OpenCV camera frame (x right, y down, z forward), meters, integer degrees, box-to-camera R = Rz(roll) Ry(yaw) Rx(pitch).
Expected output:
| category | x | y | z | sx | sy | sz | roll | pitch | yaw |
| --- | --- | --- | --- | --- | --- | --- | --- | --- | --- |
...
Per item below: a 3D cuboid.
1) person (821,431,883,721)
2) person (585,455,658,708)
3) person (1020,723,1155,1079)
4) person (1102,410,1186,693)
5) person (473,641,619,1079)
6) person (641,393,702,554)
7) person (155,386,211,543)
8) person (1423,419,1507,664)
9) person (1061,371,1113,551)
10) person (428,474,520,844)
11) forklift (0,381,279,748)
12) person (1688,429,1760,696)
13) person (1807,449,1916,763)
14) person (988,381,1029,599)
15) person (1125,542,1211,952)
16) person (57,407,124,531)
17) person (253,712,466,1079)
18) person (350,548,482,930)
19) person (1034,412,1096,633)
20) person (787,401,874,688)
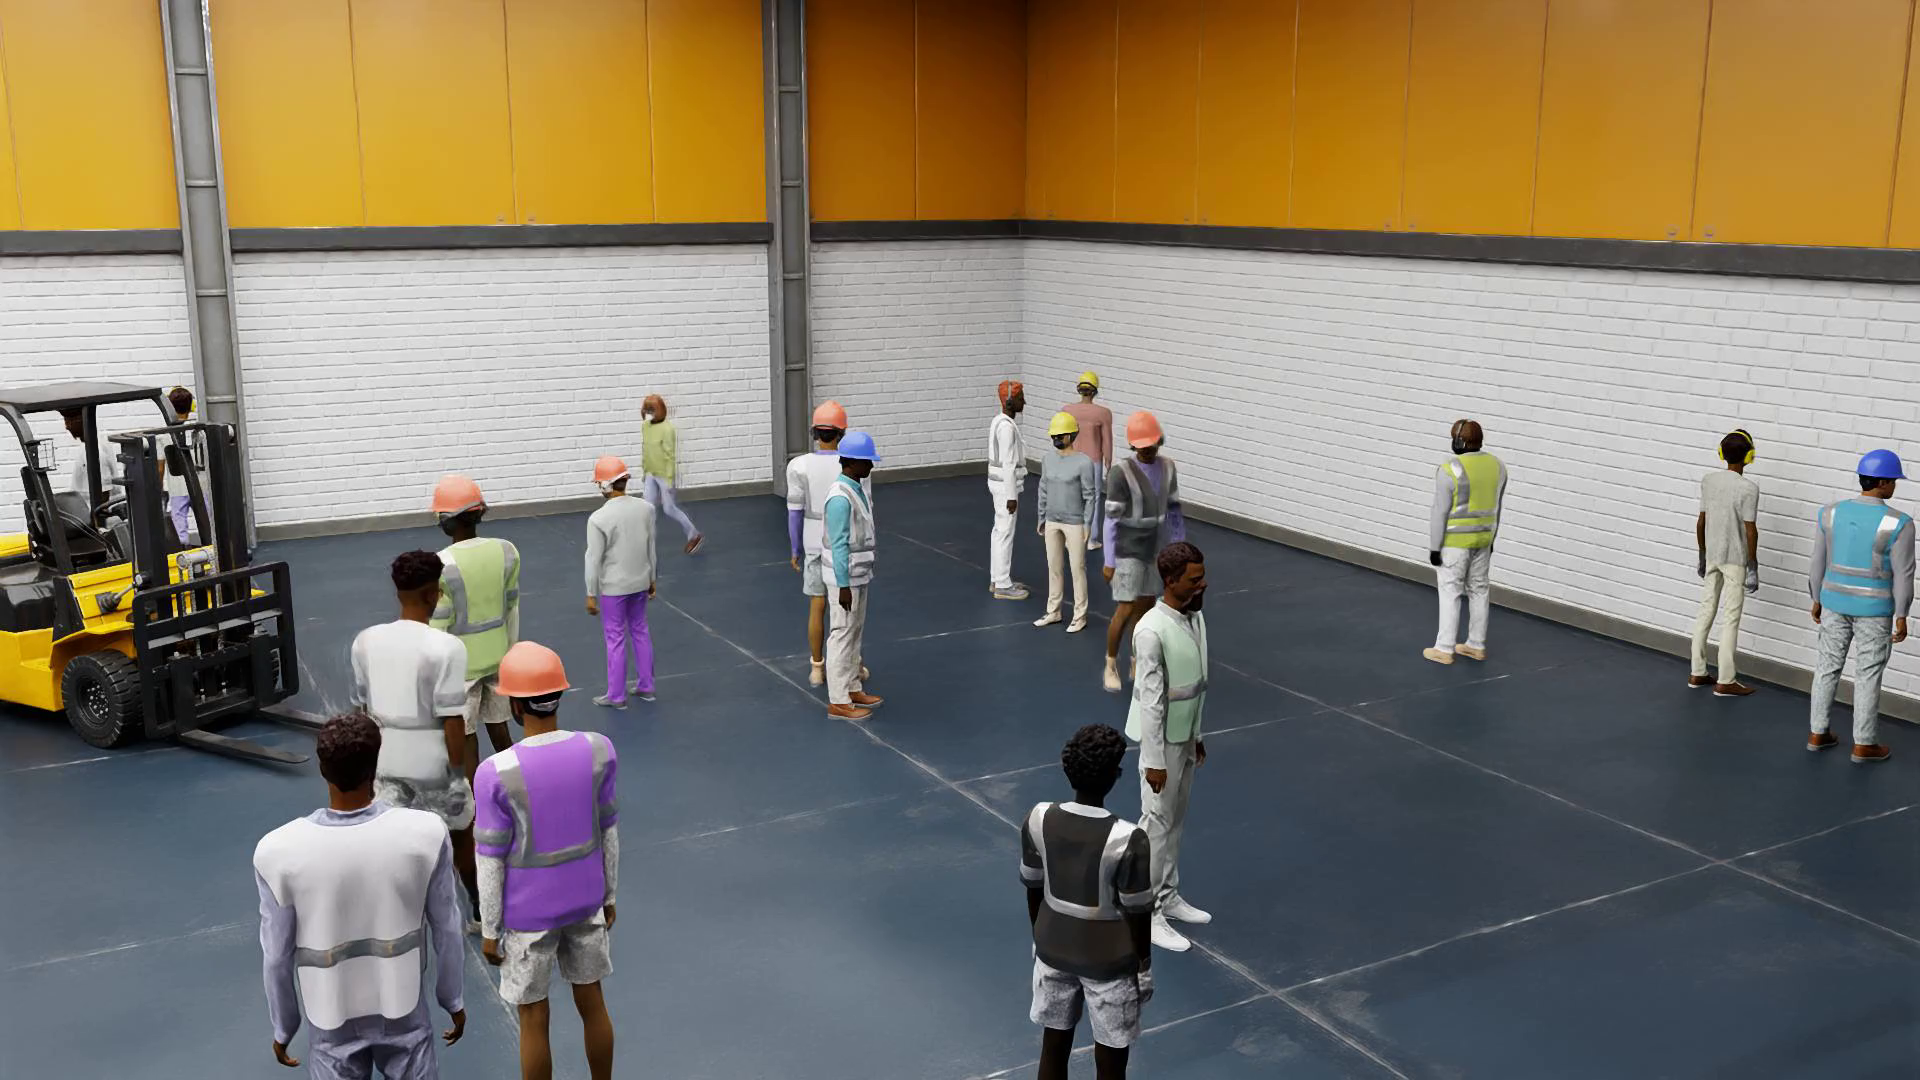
| category | x | y | z | sx | sy | sz | roll | pitch | yaw |
| --- | --- | --- | --- | --- | --- | --- | --- | --- | --- |
| person | -0.721 | 0.236 | 11.104 | 0.415 | 1.939 | 0.605 | 2 | 12 | 9 |
| person | -2.320 | 0.284 | 11.338 | 0.344 | 1.744 | 0.573 | 9 | 15 | 37 |
| person | 0.458 | 1.473 | 5.880 | 0.532 | 1.693 | 0.319 | 8 | 15 | 34 |
| person | 1.305 | 0.074 | 11.693 | 0.808 | 2.021 | 0.460 | -11 | 17 | -43 |
| person | -1.505 | 1.313 | 6.074 | 0.544 | 1.930 | 0.388 | -10 | 15 | -38 |
| person | -2.828 | -0.624 | 15.899 | 0.710 | 1.606 | 0.543 | -11 | 16 | -41 |
| person | -6.546 | -0.379 | 14.164 | 0.509 | 1.864 | 0.333 | -7 | 14 | -30 |
| person | 3.745 | 0.014 | 12.397 | 0.629 | 1.837 | 0.429 | -5 | 13 | -24 |
| person | 1.233 | -0.768 | 16.245 | 0.533 | 1.754 | 0.342 | 3 | 13 | 15 |
| person | -2.610 | 0.659 | 8.864 | 0.368 | 2.046 | 0.608 | 8 | 14 | 33 |
| forklift | -5.853 | 0.085 | 11.199 | 2.313 | 2.155 | 1.214 | 7 | 14 | 28 |
| person | 5.375 | 0.155 | 11.627 | 0.328 | 1.877 | 0.513 | -5 | 13 | -23 |
| person | 5.579 | 0.401 | 10.306 | 0.398 | 1.942 | 0.615 | -8 | 14 | -33 |
| person | 0.413 | -0.436 | 14.373 | 0.340 | 1.882 | 0.585 | -1 | 12 | -5 |
| person | 0.989 | 0.943 | 7.829 | 0.392 | 1.920 | 0.592 | 6 | 13 | 26 |
| person | -6.682 | -0.156 | 12.885 | 0.393 | 1.959 | 0.607 | -6 | 13 | -25 |
| person | -1.879 | 1.485 | 5.290 | 0.597 | 1.916 | 0.371 | -4 | 13 | -20 |
| person | -2.450 | 0.980 | 7.638 | 0.645 | 1.908 | 0.997 | 4 | 13 | 16 |
| person | 0.829 | -0.141 | 13.269 | 0.535 | 1.767 | 0.316 | 10 | 16 | 40 |
| person | -0.907 | 0.038 | 11.775 | 0.605 | 2.045 | 0.382 | 1 | 12 | 4 |
